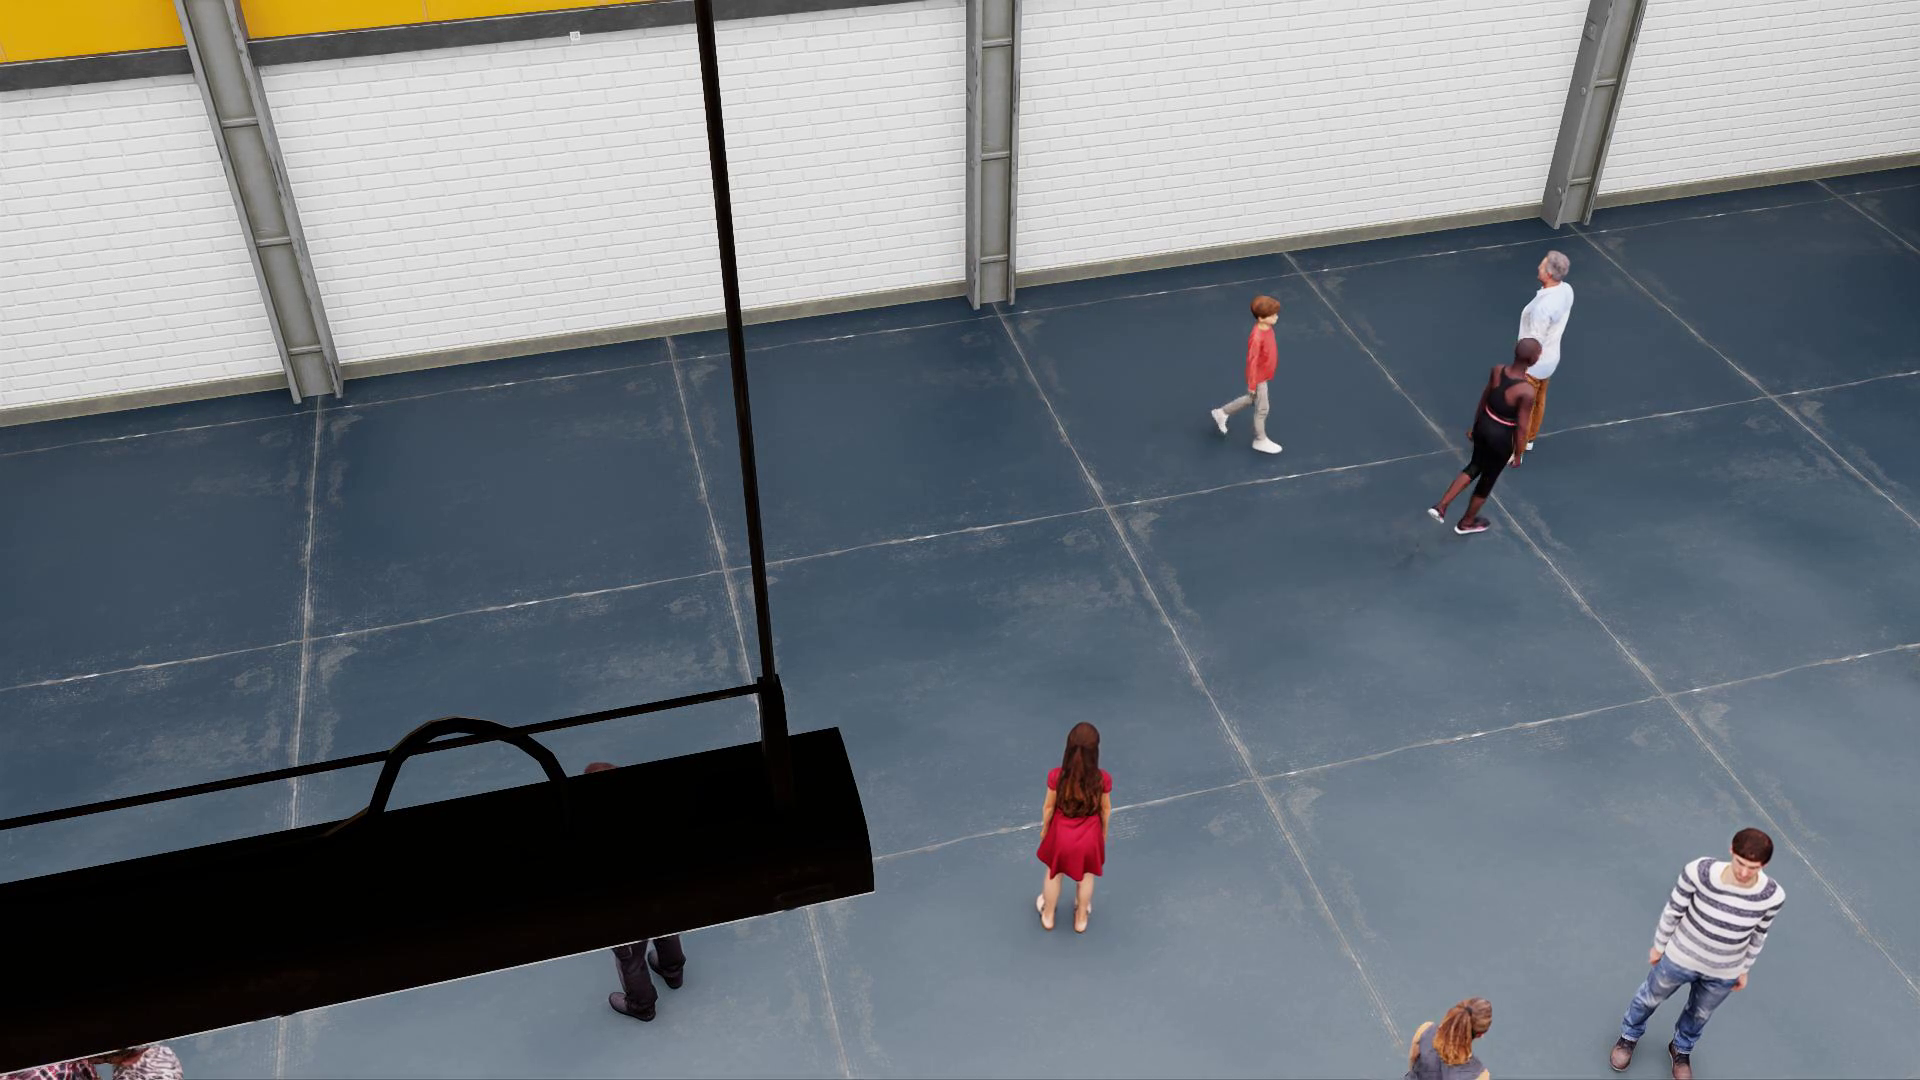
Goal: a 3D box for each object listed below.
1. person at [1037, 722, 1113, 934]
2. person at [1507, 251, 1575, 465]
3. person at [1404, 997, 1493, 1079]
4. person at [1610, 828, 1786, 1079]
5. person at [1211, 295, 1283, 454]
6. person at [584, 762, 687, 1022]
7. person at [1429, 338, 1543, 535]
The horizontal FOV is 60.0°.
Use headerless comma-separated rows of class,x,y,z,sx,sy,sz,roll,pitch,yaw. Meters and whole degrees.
person,0.647,1.645,9.388,0.611,1.549,0.683,0,39,0
person,4.512,-1.421,13.005,0.828,1.827,0.731,27,46,29
person,2.154,2.779,7.864,1.247,1.678,0.985,-31,48,-33
person,3.824,2.116,8.554,0.687,1.854,0.783,14,41,17
person,2.322,-1.343,13.248,0.920,1.401,0.787,13,40,15
person,-1.762,1.869,8.874,0.849,1.840,0.773,22,44,25
person,3.835,-0.710,12.183,0.825,1.742,0.715,-19,42,-22
